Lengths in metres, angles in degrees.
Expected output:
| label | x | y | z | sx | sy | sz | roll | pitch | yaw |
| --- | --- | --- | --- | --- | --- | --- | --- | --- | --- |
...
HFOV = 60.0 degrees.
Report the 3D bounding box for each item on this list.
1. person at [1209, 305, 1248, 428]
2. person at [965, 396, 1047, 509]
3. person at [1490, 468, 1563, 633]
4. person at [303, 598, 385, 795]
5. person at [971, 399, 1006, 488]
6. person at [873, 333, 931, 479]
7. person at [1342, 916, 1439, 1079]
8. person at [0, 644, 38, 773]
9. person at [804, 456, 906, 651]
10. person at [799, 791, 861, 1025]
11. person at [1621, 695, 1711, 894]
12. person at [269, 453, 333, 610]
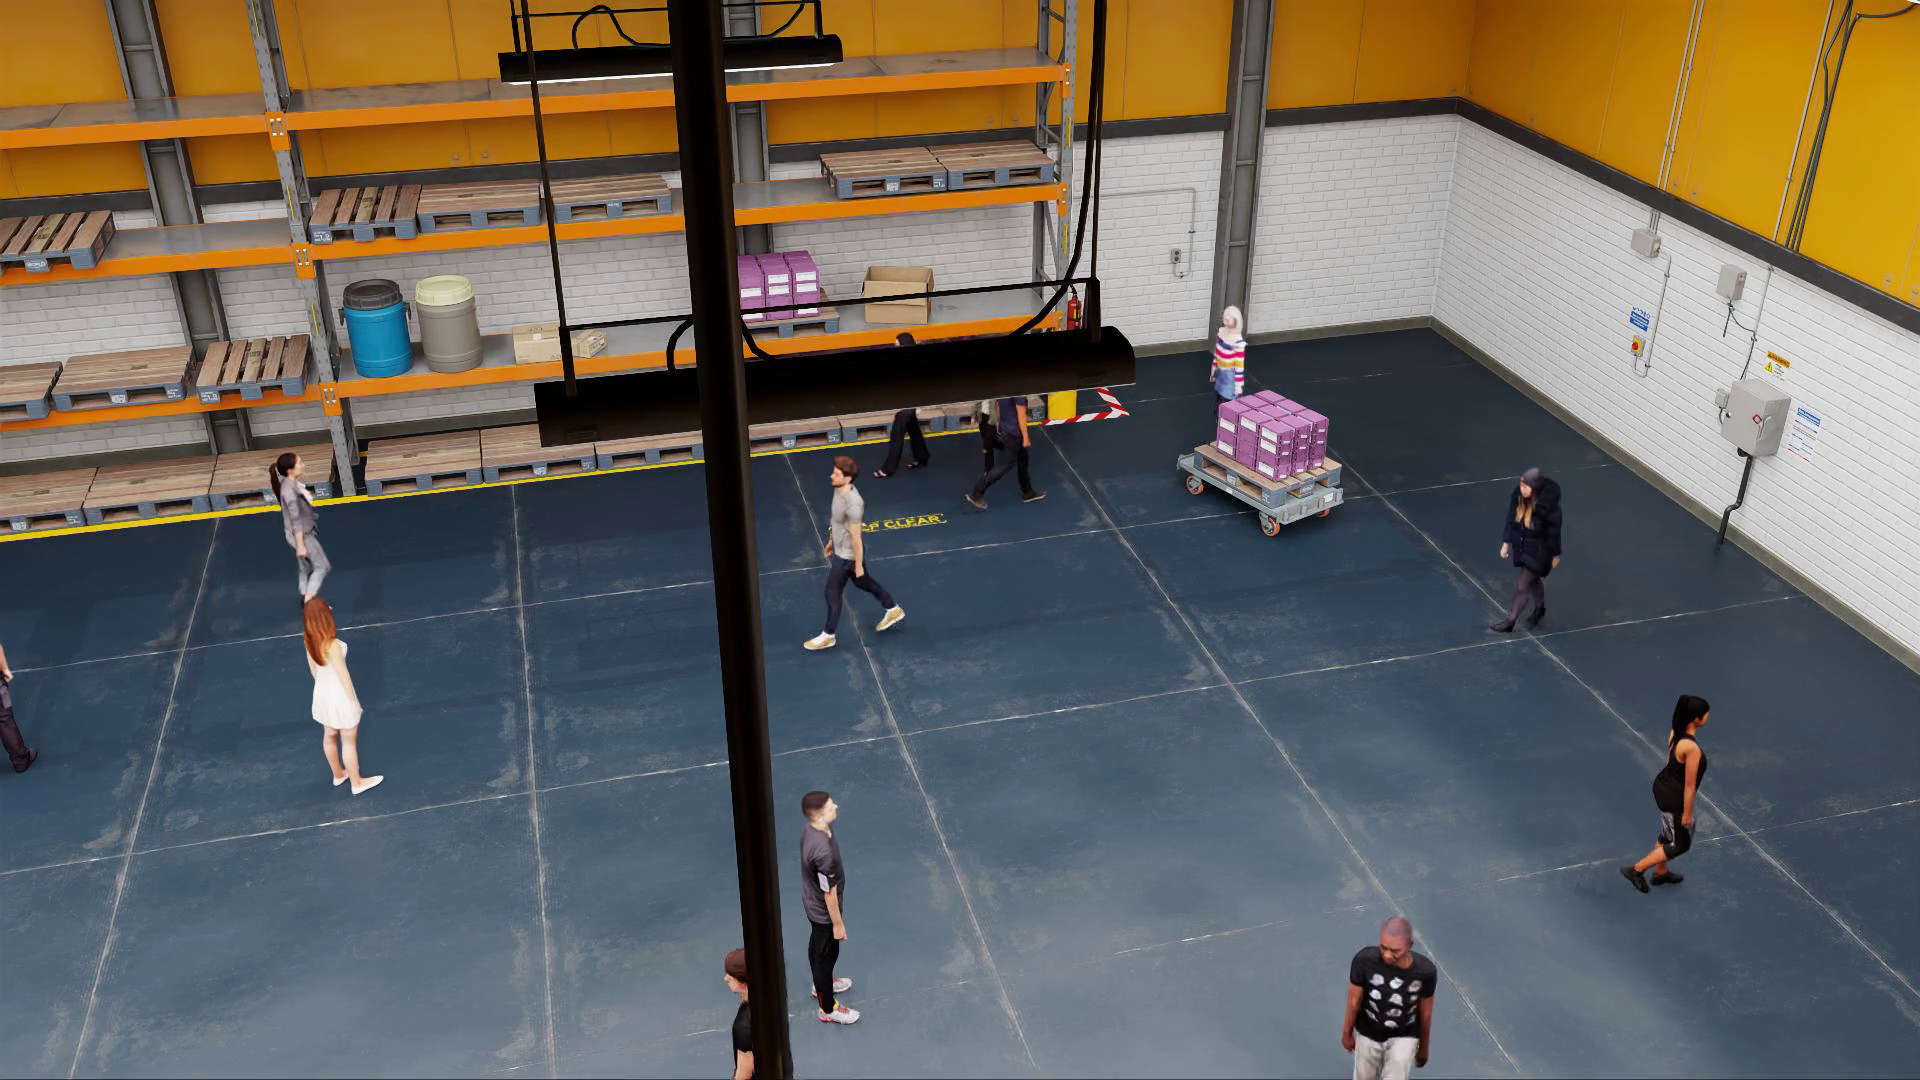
| label | x | y | z | sx | sy | sz | roll | pitch | yaw |
| --- | --- | --- | --- | --- | --- | --- | --- | --- | --- |
| person | 3.033 | -1.753 | 18.332 | 0.715 | 1.792 | 0.689 | -6 | 29 | -11 |
| person | 0.454 | -1.101 | 17.185 | 1.153 | 1.746 | 0.704 | -9 | 30 | -16 |
| person | 5.294 | 0.084 | 15.141 | 1.037 | 1.624 | 0.820 | -19 | 34 | -31 |
| person | -4.895 | 1.206 | 12.992 | 0.652 | 1.711 | 0.702 | 19 | 34 | 31 |
| person | 0.370 | -1.310 | 17.876 | 0.870 | 1.452 | 1.049 | 25 | 37 | 38 |
| person | -0.507 | -1.470 | 17.986 | 0.971 | 1.627 | 0.671 | -10 | 30 | -18 |
| person | 2.529 | 2.875 | 9.858 | 1.010 | 1.783 | 0.977 | 4 | 29 | 8 |
| person | -7.780 | 1.059 | 13.118 | 0.528 | 1.849 | 0.724 | -10 | 30 | -18 |
| person | -0.909 | 0.094 | 14.875 | 1.186 | 1.860 | 0.622 | -7 | 29 | -12 |
| person | -0.882 | 2.362 | 10.817 | 0.552 | 1.765 | 0.637 | -6 | 29 | -10 |
| person | 5.070 | 1.834 | 11.896 | 0.841 | 1.658 | 0.756 | 2 | 29 | 3 |
| person | -6.127 | -0.006 | 15.262 | 0.623 | 1.666 | 0.674 | -11 | 31 | -20 |
